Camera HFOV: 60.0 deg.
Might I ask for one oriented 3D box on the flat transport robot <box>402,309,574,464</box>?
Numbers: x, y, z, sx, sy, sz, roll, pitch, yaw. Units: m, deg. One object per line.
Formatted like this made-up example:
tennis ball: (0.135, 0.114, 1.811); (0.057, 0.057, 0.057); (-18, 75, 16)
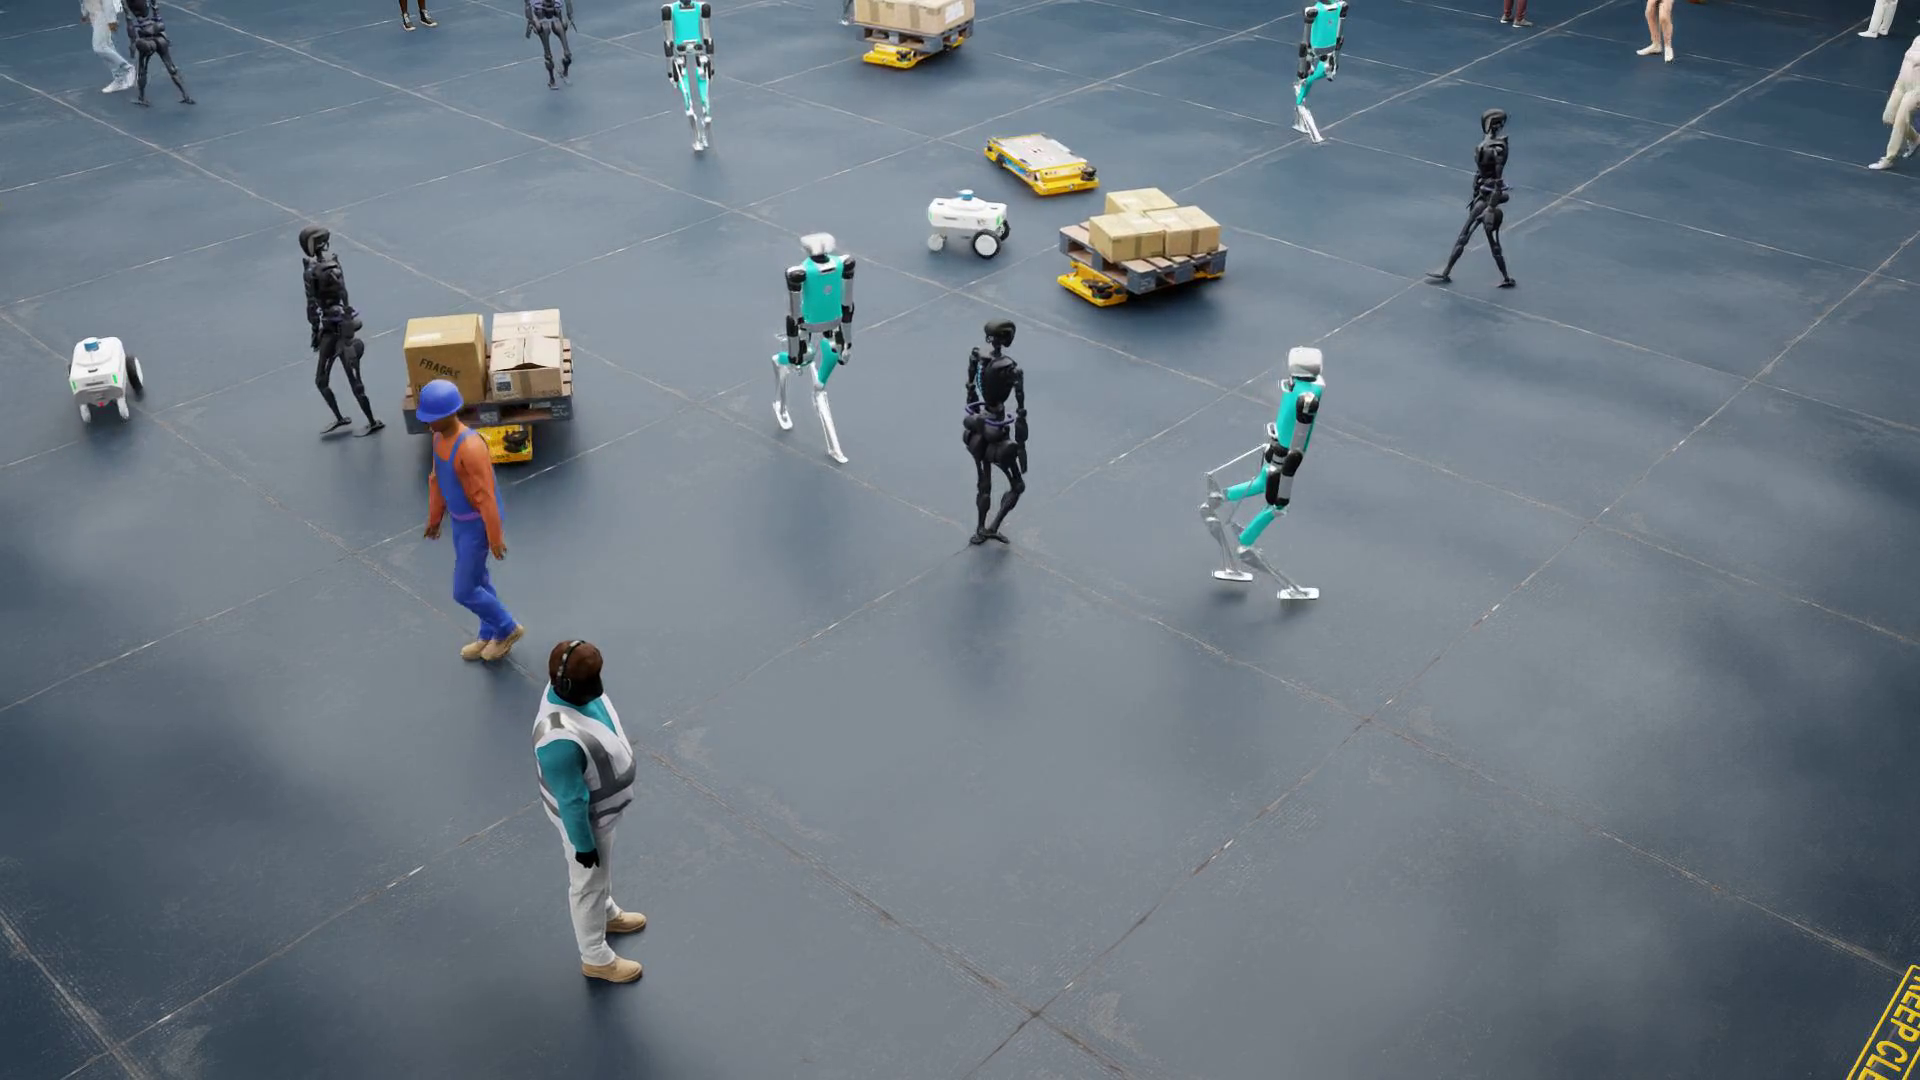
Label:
flat transport robot: (-3.565, -0.992, 12.752); (0.659, 0.231, 1.431); (-6, 32, -10)

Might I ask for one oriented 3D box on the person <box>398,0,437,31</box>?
person: (-7.360, -7.824, 22.146); (0.603, 1.966, 0.367); (-27, 41, -36)

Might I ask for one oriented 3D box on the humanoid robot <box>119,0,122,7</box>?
humanoid robot: (-11.728, -8.243, 23.032); (0.540, 1.797, 0.659); (-18, 36, -26)

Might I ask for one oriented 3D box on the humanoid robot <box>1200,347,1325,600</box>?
humanoid robot: (1.869, -0.385, 10.385); (0.935, 1.756, 0.546); (2, 32, 4)

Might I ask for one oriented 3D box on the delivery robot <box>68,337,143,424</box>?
delivery robot: (-6.702, -1.290, 12.967); (0.499, 0.602, 0.795); (-11, 34, -18)

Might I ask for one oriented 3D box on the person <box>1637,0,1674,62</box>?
person: (8.942, -7.005, 20.957); (0.365, 1.837, 0.649); (-10, 33, -15)

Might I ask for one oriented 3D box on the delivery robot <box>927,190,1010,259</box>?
delivery robot: (0.083, -3.005, 15.721); (0.789, 0.593, 0.499); (7, 33, 11)

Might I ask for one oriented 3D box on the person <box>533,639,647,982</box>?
person: (-1.694, 1.228, 7.689); (0.429, 1.839, 0.627); (-2, 32, -3)

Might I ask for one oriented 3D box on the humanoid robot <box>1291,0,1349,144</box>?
humanoid robot: (3.803, -5.169, 18.062); (0.554, 1.736, 0.968); (-14, 35, -22)

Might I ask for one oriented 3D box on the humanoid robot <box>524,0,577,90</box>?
humanoid robot: (-4.886, -6.208, 19.814); (0.609, 1.643, 0.335); (-15, 35, -23)

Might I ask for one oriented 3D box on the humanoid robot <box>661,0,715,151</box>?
humanoid robot: (-2.838, -4.970, 17.774); (0.542, 1.773, 0.901); (-11, 34, -17)

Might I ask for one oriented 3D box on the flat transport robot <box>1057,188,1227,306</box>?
flat transport robot: (1.655, -2.447, 15.094); (1.431, 0.231, 0.659); (-19, 36, -27)

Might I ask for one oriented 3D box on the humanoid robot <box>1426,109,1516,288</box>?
humanoid robot: (4.646, -2.997, 14.696); (0.786, 1.623, 0.611); (0, 32, -1)

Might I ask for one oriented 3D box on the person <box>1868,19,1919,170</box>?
person: (9.989, -4.709, 17.387); (0.531, 1.681, 0.485); (0, 32, 0)

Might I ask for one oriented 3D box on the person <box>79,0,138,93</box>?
person: (-10.149, -6.188, 19.585); (0.706, 1.887, 0.466); (24, 39, 34)

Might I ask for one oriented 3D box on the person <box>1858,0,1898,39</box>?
person: (12.222, -7.427, 21.812); (0.511, 1.639, 0.307); (-16, 35, -24)

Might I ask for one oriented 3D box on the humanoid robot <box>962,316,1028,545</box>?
humanoid robot: (0.206, -0.707, 10.963); (0.361, 1.646, 0.585); (-25, 40, -35)

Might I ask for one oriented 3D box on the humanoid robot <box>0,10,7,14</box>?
humanoid robot: (-13.704, -7.981, 22.635); (0.864, 1.769, 0.610); (-24, 39, -33)

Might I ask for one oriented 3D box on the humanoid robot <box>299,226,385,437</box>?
humanoid robot: (-4.600, -1.521, 12.276); (0.592, 1.649, 0.408); (24, 39, 33)

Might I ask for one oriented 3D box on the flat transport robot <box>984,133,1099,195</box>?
flat transport robot: (0.848, -3.989, 17.577); (0.659, 0.231, 1.431); (-14, 34, -21)

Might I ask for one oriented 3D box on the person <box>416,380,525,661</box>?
person: (-2.904, -0.079, 9.732); (0.472, 1.895, 0.537); (-19, 37, -28)

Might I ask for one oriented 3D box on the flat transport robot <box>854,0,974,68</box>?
flat transport robot: (-0.594, -6.376, 21.421); (0.659, 0.231, 1.431); (17, 36, 26)

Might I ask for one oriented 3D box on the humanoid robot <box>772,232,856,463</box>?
humanoid robot: (-1.153, -1.491, 12.227); (0.530, 1.779, 1.039); (-19, 37, -28)

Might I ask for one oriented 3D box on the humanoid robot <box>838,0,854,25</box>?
humanoid robot: (-1.615, -7.789, 22.390); (0.745, 1.861, 0.531); (14, 34, 21)

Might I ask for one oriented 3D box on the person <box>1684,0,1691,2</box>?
person: (10.216, -8.547, 23.475); (0.510, 1.802, 0.896); (-19, 36, -27)

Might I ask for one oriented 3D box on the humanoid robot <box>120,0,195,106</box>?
humanoid robot: (-9.438, -5.851, 19.270); (0.725, 1.630, 0.615); (7, 33, 11)

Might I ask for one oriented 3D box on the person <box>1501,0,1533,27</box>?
person: (7.612, -7.823, 22.297); (0.381, 1.806, 0.550); (-13, 34, -21)
